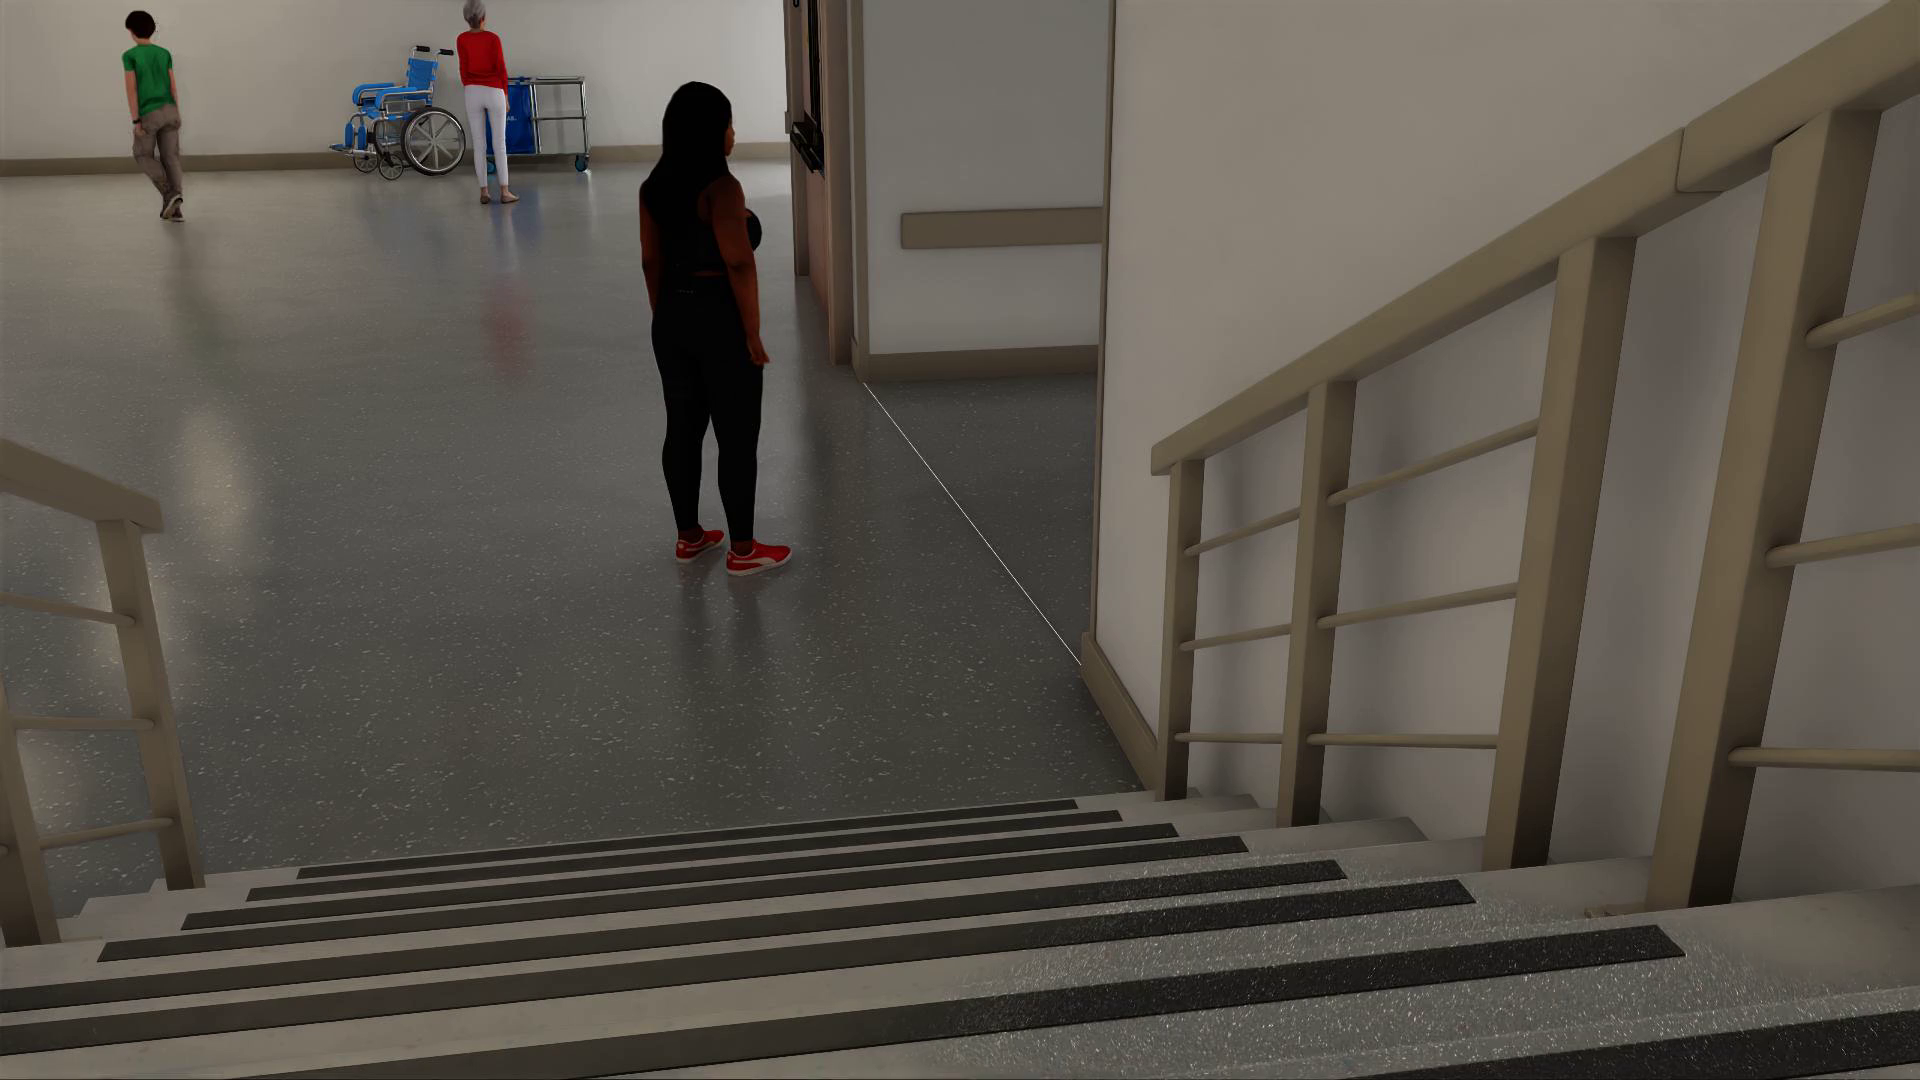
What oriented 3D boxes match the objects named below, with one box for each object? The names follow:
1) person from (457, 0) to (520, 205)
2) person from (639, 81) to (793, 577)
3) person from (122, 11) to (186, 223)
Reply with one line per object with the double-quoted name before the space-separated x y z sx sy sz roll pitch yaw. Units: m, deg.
"person" -4.046 -3.737 14.187 0.578 1.691 0.596 0 21 -1
"person" -0.944 -0.770 6.178 0.775 1.814 0.835 14 25 33
"person" -6.350 -3.345 13.227 0.844 1.638 0.775 18 27 39
